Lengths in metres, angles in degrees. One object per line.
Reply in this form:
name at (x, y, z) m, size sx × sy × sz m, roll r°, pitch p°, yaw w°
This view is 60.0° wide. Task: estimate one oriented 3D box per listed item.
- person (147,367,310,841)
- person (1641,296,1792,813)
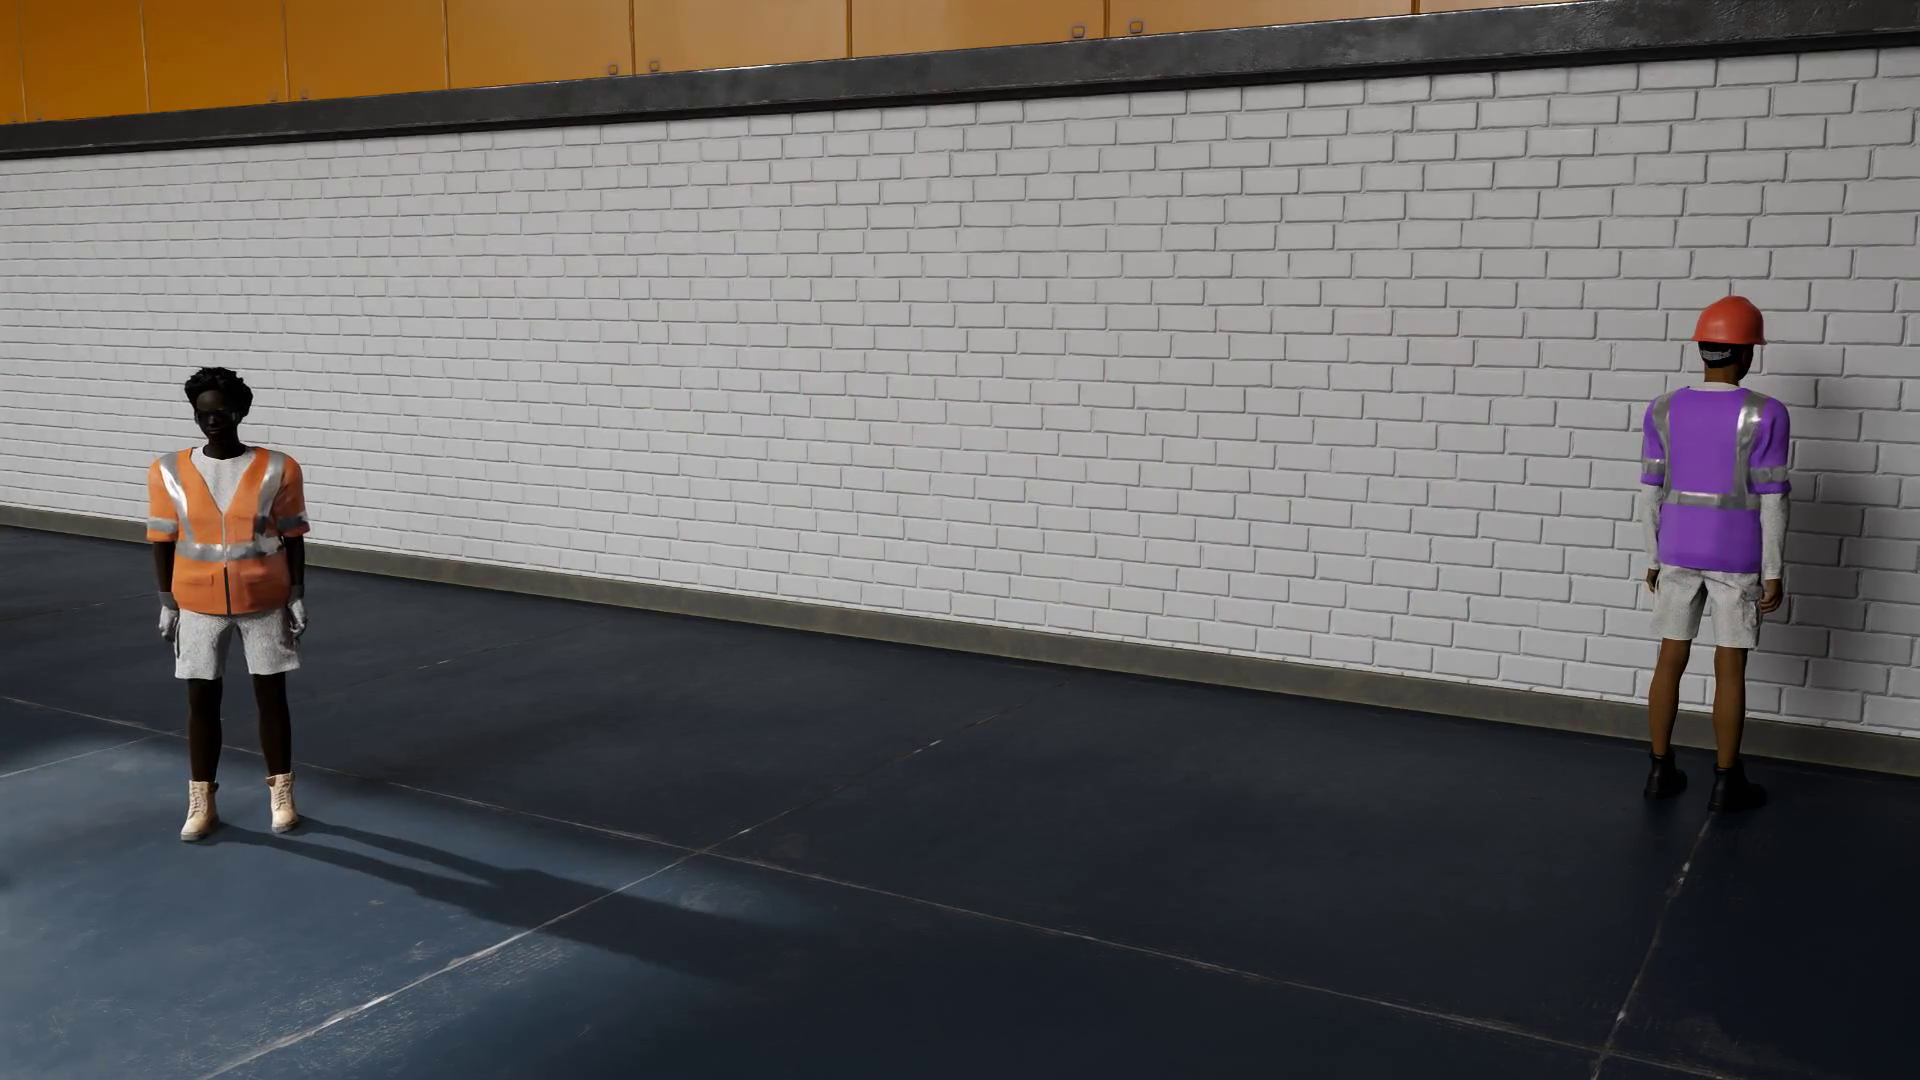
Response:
person at (-2.608, 0.227, 5.974) m, size 0.537 × 1.696 × 0.321 m, roll -3°, pitch 10°, yaw -17°
person at (2.845, 0.057, 6.286) m, size 0.354 × 1.939 × 0.544 m, roll -9°, pitch 12°, yaw -43°
